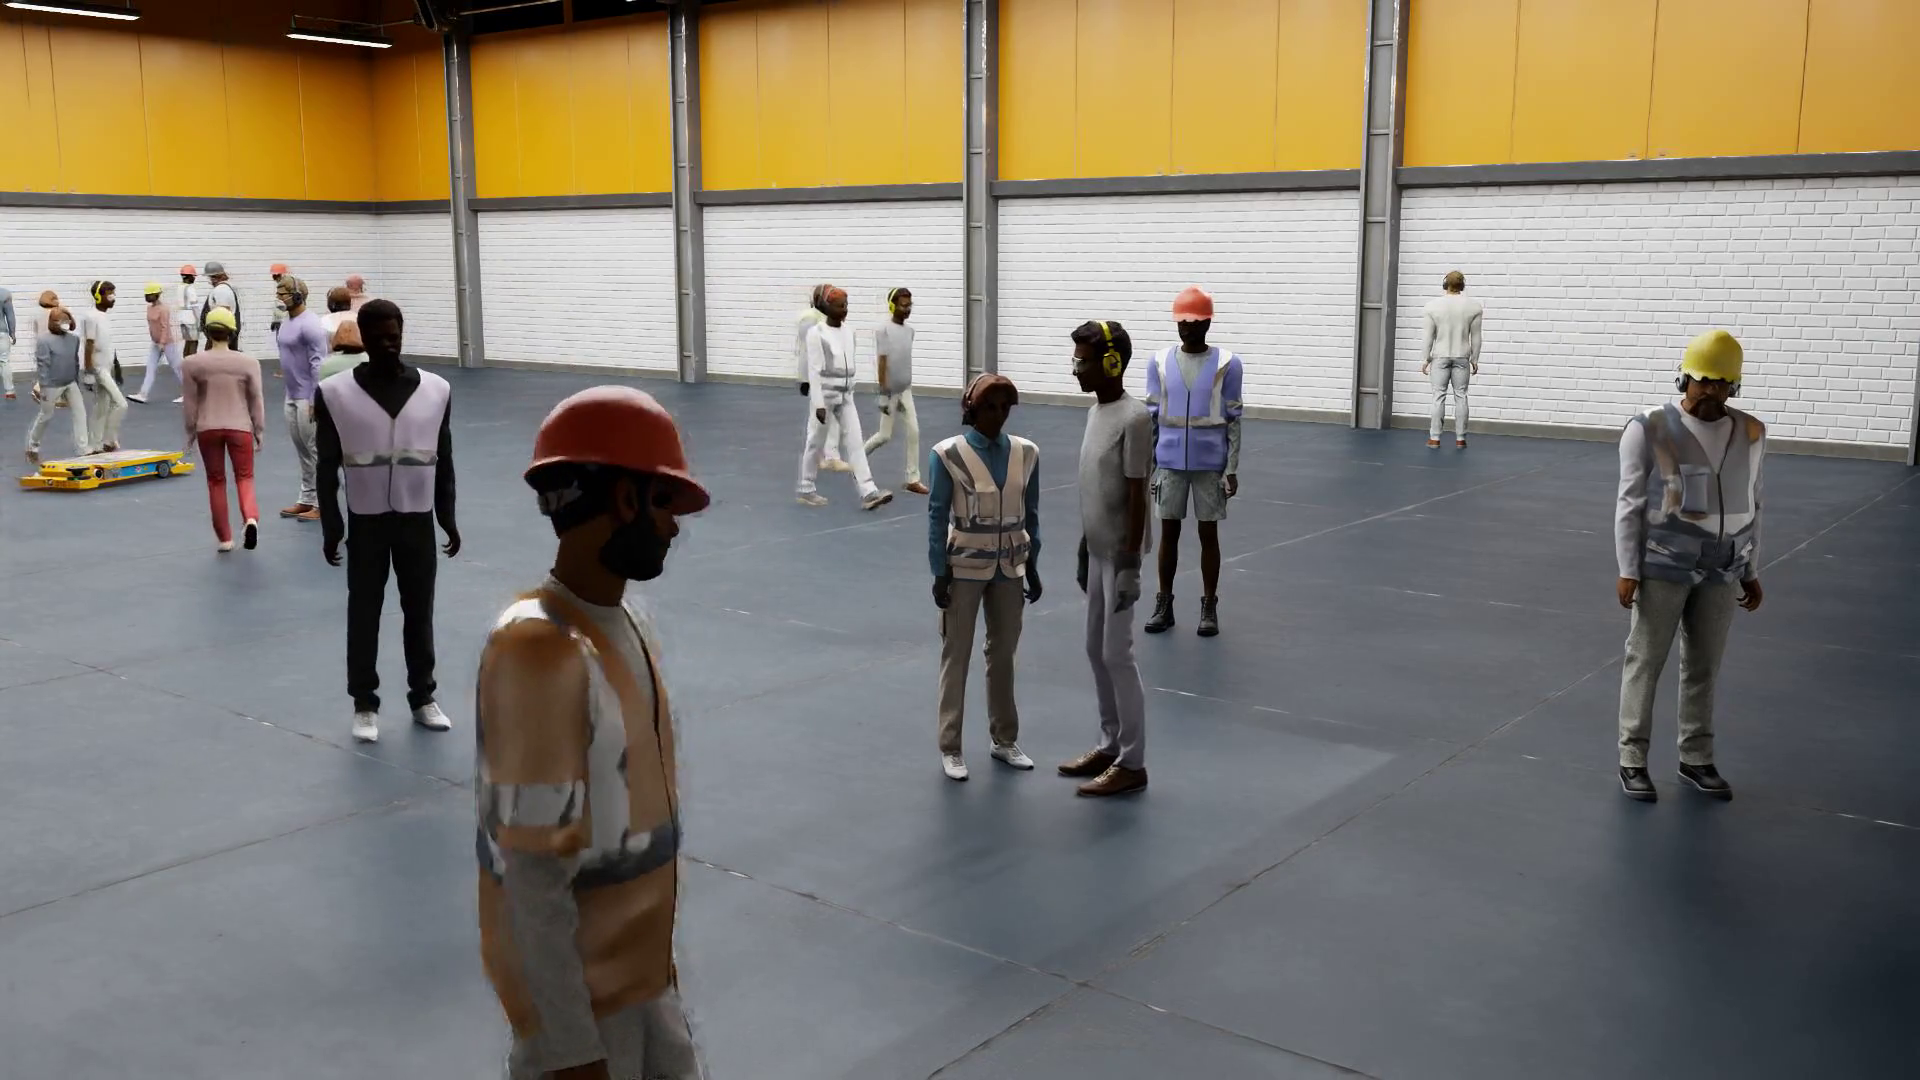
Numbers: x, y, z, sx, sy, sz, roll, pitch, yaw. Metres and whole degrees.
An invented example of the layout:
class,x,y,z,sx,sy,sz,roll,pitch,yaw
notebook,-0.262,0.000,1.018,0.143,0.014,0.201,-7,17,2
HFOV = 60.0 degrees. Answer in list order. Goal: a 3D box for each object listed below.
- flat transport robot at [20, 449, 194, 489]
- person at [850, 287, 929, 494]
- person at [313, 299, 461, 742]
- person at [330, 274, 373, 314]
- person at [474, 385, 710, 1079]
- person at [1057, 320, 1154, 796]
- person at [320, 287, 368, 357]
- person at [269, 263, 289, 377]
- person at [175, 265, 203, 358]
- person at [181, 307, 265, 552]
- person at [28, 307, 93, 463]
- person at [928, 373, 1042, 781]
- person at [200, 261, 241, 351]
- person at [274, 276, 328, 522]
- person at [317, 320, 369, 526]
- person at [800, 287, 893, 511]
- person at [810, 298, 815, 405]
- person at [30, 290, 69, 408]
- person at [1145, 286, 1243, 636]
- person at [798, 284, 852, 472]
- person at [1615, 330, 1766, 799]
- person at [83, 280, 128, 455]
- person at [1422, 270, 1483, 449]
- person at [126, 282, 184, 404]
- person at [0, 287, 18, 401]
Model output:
class,x,y,z,sx,sy,sz,roll,pitch,yaw
flat transport robot,-7.898,-0.671,15.455,0.652,0.197,1.431,3,10,16
person,-0.624,-1.329,14.759,0.818,1.836,0.505,9,13,43
person,-2.505,-0.092,7.298,0.596,1.916,0.372,-6,12,-32
person,-7.179,-2.240,19.916,0.654,1.879,0.834,-4,11,-24
person,-0.637,0.707,2.731,0.465,1.897,0.613,1,10,5
person,0.580,0.071,6.542,0.341,1.856,0.529,-3,10,-17
person,-5.858,-1.480,15.718,0.946,1.794,0.655,9,13,43
person,-11.624,-3.807,28.768,0.647,1.970,0.604,8,12,37
person,-13.289,-3.779,28.742,0.551,1.928,0.387,8,12,38
person,-5.182,-0.763,11.724,0.527,1.746,0.525,-4,10,-20
person,-9.140,-1.560,16.794,0.769,1.591,0.528,3,10,18
person,0.099,0.143,6.750,0.512,1.638,0.307,-5,11,-27
person,-10.935,-3.090,24.394,0.813,2.000,0.715,-2,10,-12
person,-5.200,-1.115,13.192,0.375,1.939,0.628,-9,13,-41
person,-4.592,-0.857,12.622,0.513,1.616,0.460,-6,11,-31
person,-1.002,-1.153,13.714,0.997,1.827,0.605,9,13,41
person,-1.631,-2.168,20.275,0.655,1.610,0.329,7,12,36
person,-12.527,-2.615,22.842,0.500,1.621,0.402,4,11,24
person,1.274,-0.430,9.212,0.552,1.934,0.364,3,10,18
person,-1.240,-1.569,16.169,0.691,1.817,0.667,3,10,16
person,2.832,0.102,6.444,0.586,1.823,0.403,-1,10,-5
person,-8.714,-1.716,16.974,0.575,1.838,0.676,-2,10,-11
person,5.337,-1.955,18.086,0.631,1.939,0.369,2,10,9
person,-11.301,-2.765,23.424,0.533,1.716,0.899,6,12,32
person,-13.944,-2.964,23.955,0.632,1.940,0.372,-5,11,-26
